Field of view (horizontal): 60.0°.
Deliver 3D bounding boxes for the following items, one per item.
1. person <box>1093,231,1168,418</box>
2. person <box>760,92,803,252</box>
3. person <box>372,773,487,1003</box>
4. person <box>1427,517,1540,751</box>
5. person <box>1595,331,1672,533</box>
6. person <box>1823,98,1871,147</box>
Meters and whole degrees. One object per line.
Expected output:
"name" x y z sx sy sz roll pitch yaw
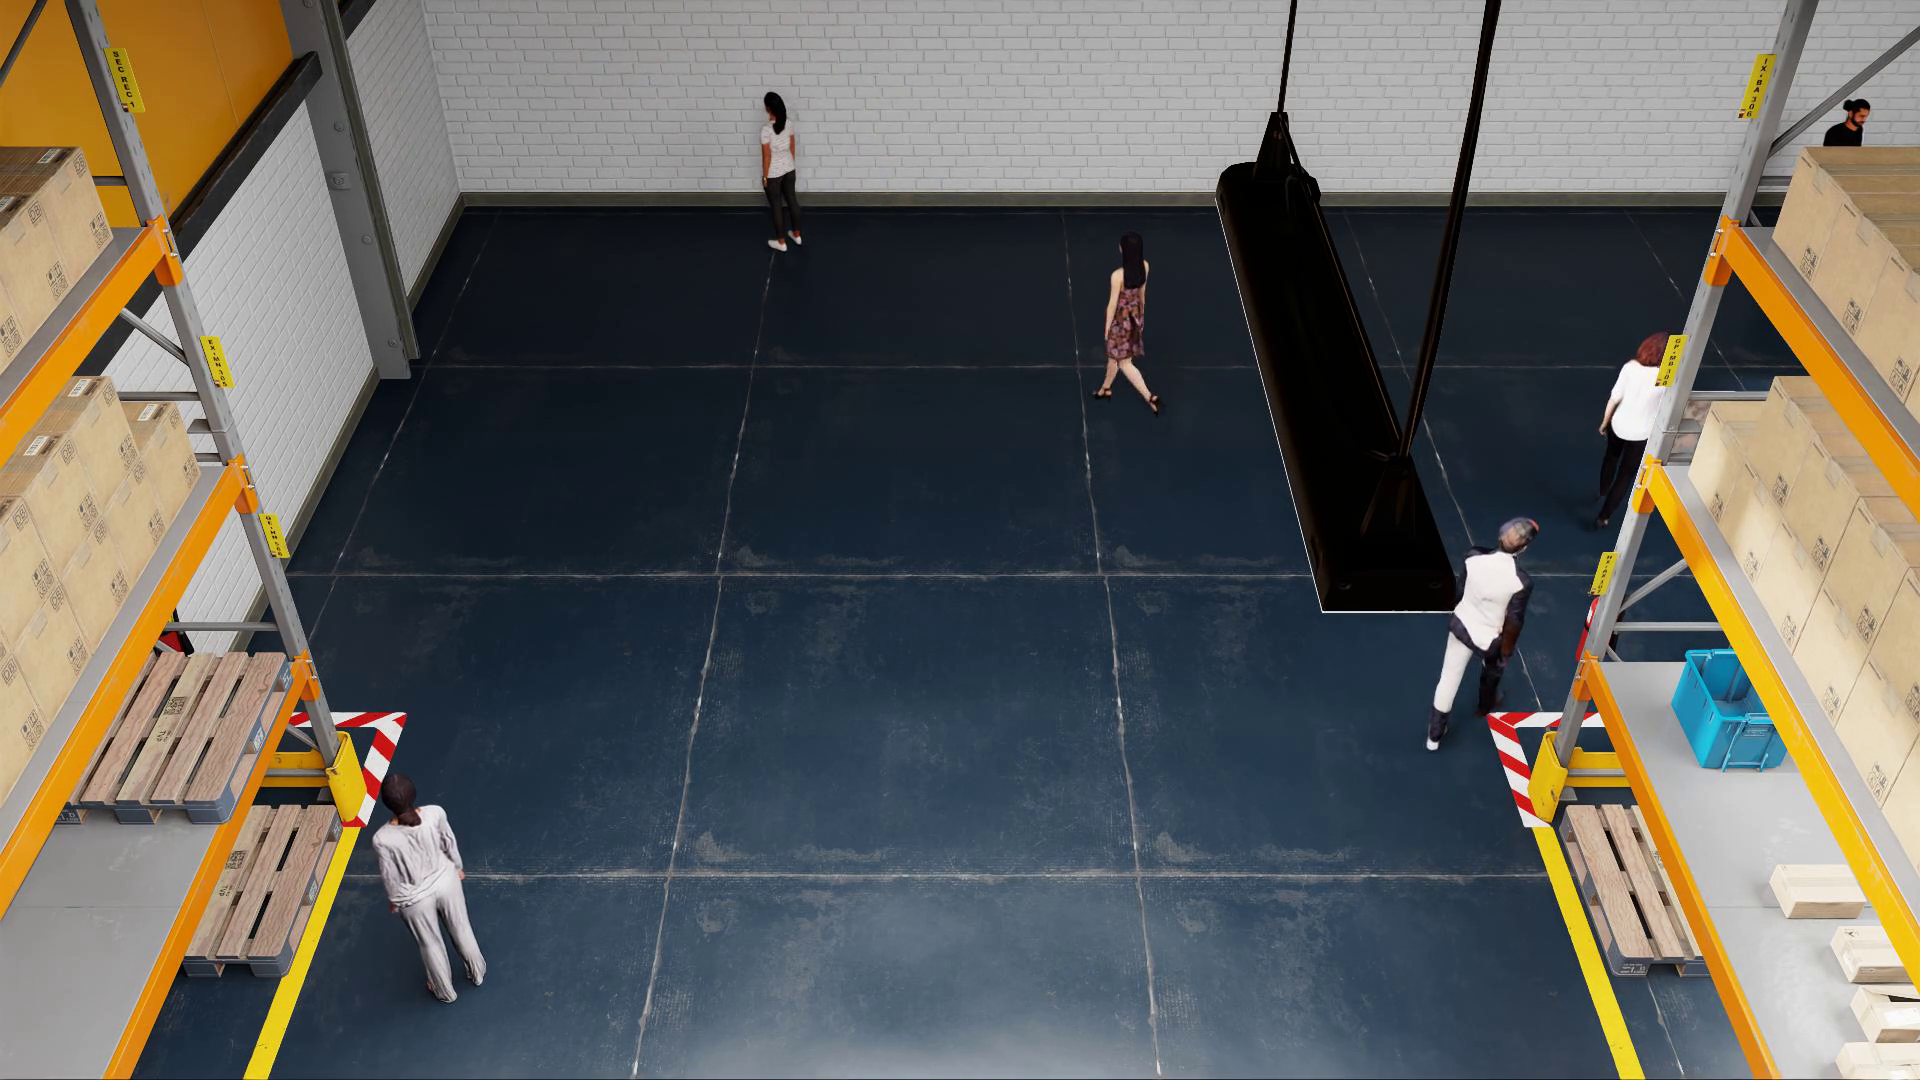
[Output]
"person" 1.456 -1.785 14.158 1.056 1.750 1.147 -29 47 -31
"person" -1.804 -3.688 16.626 0.645 1.643 0.704 -32 48 -33
"person" -3.020 1.974 9.432 0.682 1.774 0.717 -26 45 -28
"person" 3.391 0.670 11.002 1.075 1.853 1.158 27 46 30
"person" 5.168 -0.778 12.876 0.858 1.776 0.935 23 44 26
"person" 8.505 -3.496 16.296 0.716 1.755 0.745 -25 45 -28
